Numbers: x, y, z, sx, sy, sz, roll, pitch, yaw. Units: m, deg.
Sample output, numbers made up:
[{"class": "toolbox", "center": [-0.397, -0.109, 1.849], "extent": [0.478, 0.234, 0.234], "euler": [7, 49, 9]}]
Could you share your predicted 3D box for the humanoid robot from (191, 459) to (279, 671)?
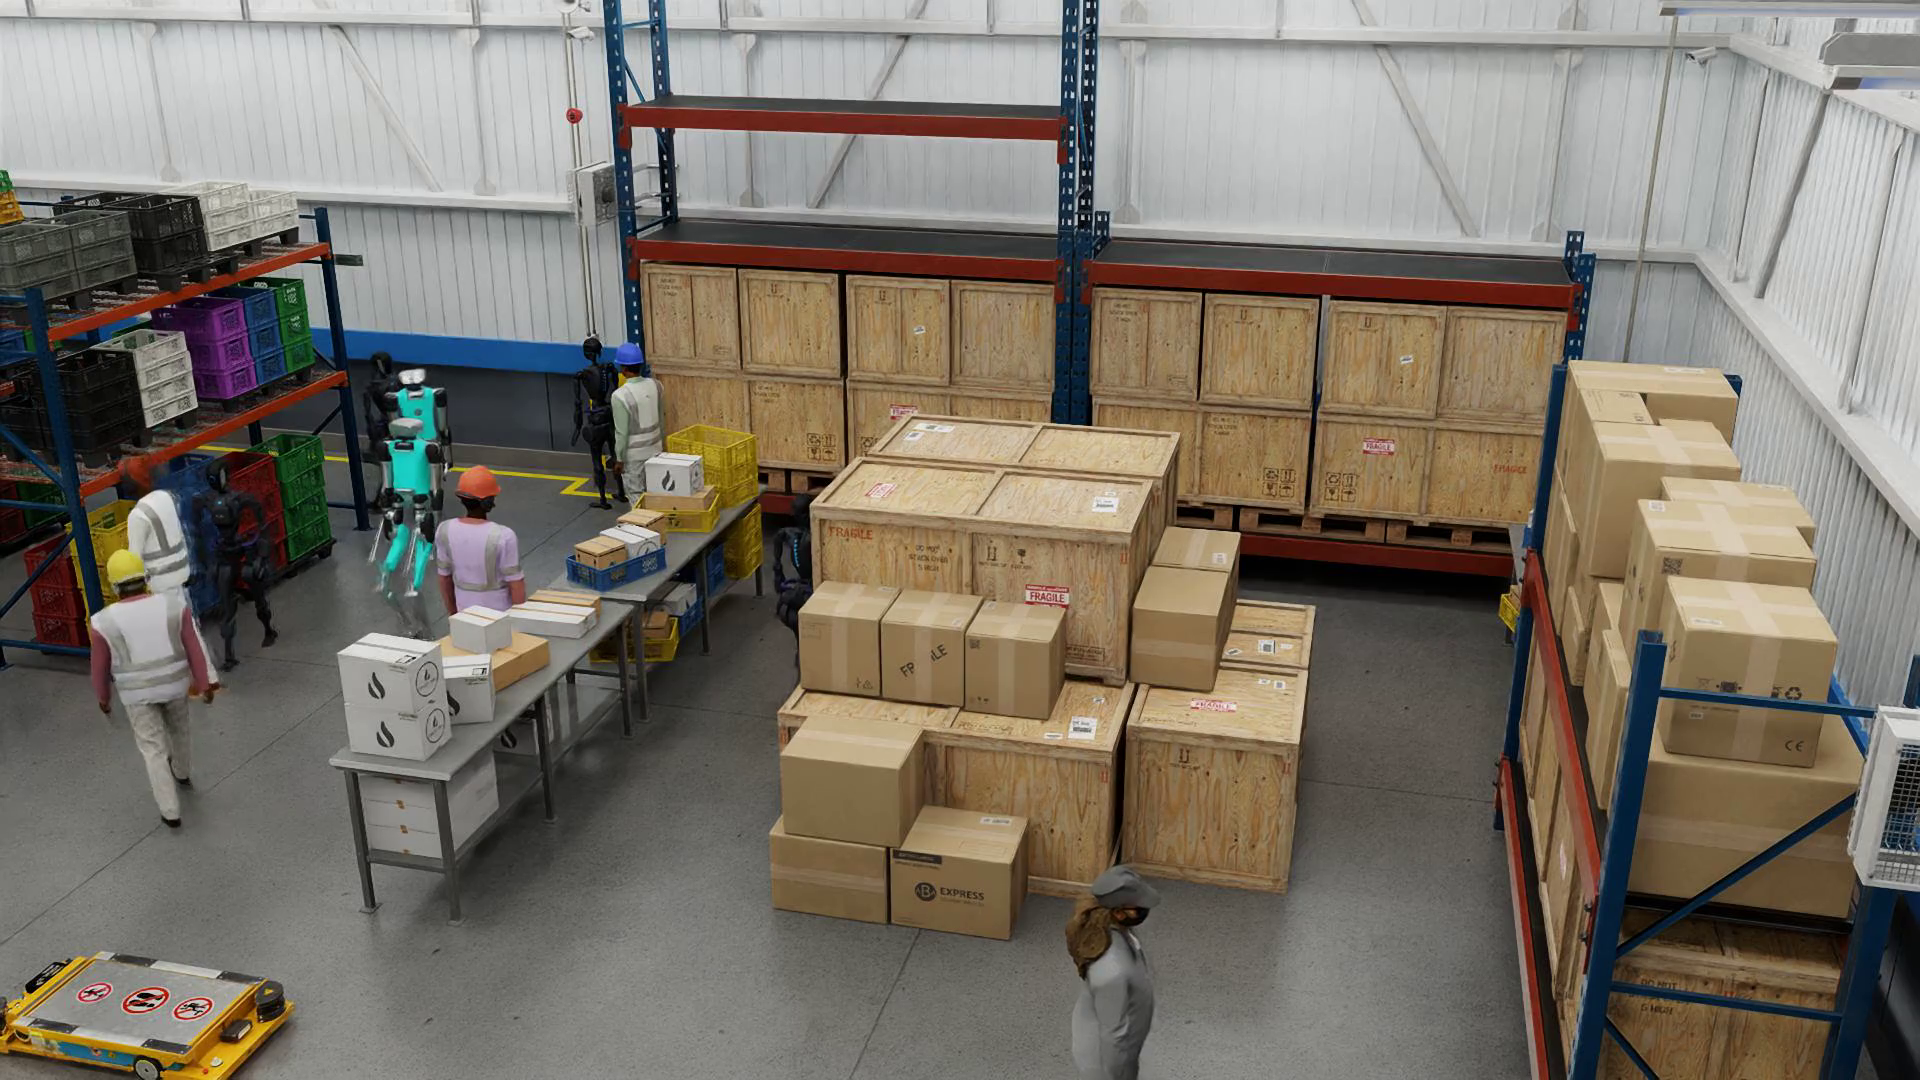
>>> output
[{"class": "humanoid robot", "center": [-5.535, 0.155, 12.746], "extent": [0.587, 1.630, 0.778], "euler": [-2, 21, -5]}]

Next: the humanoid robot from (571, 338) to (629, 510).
[{"class": "humanoid robot", "center": [-3.470, -1.129, 16.007], "extent": [0.315, 1.657, 0.599], "euler": [16, 26, 36]}]

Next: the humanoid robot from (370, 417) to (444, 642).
[{"class": "humanoid robot", "center": [-4.376, -0.001, 13.045], "extent": [0.548, 1.803, 0.812], "euler": [4, 21, 10]}]

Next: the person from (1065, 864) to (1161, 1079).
[{"class": "person", "center": [0.641, 2.188, 7.218], "extent": [0.395, 1.769, 0.564], "euler": [1, 21, 2]}]

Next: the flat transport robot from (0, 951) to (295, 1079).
[{"class": "flat transport robot", "center": [-4.270, 2.464, 8.601], "extent": [1.431, 0.231, 0.659], "euler": [5, 22, 13]}]

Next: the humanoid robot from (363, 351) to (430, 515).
[{"class": "humanoid robot", "center": [-5.392, -0.999, 15.746], "extent": [0.634, 1.630, 0.589], "euler": [10, 23, 24]}]

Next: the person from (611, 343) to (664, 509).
[{"class": "person", "center": [-2.858, -0.797, 14.780], "extent": [0.403, 1.945, 0.614], "euler": [12, 24, 29]}]

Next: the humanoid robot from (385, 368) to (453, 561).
[{"class": "humanoid robot", "center": [-4.878, -0.764, 15.011], "extent": [0.541, 1.770, 0.957], "euler": [-9, 23, -22]}]

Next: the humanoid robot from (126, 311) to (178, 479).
[{"class": "humanoid robot", "center": [-7.987, -1.316, 16.490], "extent": [0.531, 1.800, 0.802], "euler": [-2, 21, -4]}]

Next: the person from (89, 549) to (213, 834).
[{"class": "person", "center": [-5.141, 0.906, 10.546], "extent": [0.627, 1.786, 0.892], "euler": [-15, 26, -34]}]

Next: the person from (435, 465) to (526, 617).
[{"class": "person", "center": [-3.205, 0.477, 11.316], "extent": [0.612, 2.041, 0.391], "euler": [6, 22, 14]}]

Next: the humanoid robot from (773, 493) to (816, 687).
[{"class": "humanoid robot", "center": [-1.078, 0.452, 11.884], "extent": [0.586, 1.641, 0.355], "euler": [9, 23, 22]}]

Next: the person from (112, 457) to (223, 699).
[{"class": "person", "center": [-5.903, 0.296, 12.046], "extent": [0.861, 1.850, 0.606], "euler": [-2, 21, -6]}]
